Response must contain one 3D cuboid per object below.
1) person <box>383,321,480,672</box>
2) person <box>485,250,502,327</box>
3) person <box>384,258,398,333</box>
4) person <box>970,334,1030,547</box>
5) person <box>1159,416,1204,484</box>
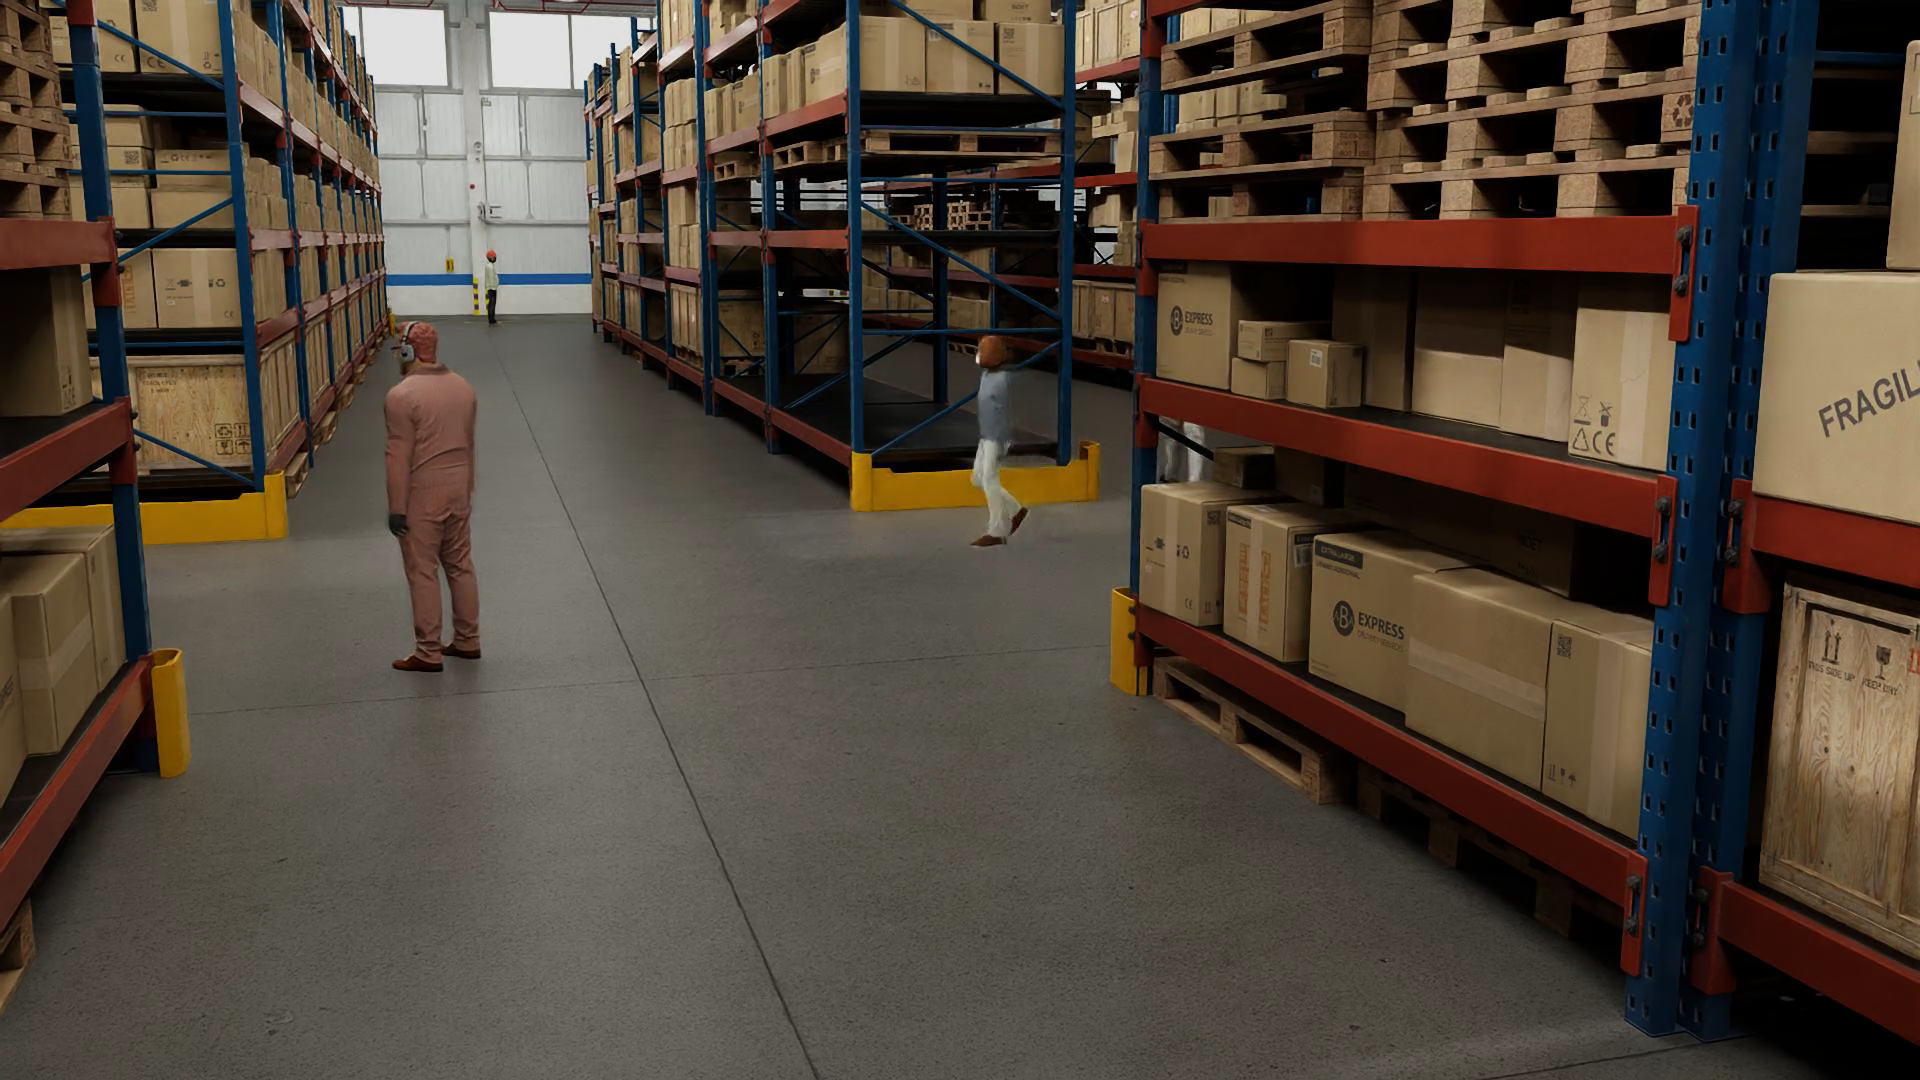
[{"bbox_3d":[-2.899,-0.236,9.070,0.398,1.899,0.649,4,11,23],"label":"person"},{"bbox_3d":[-12.204,-6.558,43.448,0.385,1.993,0.623,-4,11,-20],"label":"person"},{"bbox_3d":[-14.119,-5.946,40.427,1.000,1.892,0.550,-4,11,-19],"label":"person"},{"bbox_3d":[0.286,-0.753,12.645,0.422,1.618,0.518,-2,11,-12],"label":"person"},{"bbox_3d":[2.027,-1.253,14.999,0.694,1.770,0.950,-1,10,-7],"label":"person"}]
